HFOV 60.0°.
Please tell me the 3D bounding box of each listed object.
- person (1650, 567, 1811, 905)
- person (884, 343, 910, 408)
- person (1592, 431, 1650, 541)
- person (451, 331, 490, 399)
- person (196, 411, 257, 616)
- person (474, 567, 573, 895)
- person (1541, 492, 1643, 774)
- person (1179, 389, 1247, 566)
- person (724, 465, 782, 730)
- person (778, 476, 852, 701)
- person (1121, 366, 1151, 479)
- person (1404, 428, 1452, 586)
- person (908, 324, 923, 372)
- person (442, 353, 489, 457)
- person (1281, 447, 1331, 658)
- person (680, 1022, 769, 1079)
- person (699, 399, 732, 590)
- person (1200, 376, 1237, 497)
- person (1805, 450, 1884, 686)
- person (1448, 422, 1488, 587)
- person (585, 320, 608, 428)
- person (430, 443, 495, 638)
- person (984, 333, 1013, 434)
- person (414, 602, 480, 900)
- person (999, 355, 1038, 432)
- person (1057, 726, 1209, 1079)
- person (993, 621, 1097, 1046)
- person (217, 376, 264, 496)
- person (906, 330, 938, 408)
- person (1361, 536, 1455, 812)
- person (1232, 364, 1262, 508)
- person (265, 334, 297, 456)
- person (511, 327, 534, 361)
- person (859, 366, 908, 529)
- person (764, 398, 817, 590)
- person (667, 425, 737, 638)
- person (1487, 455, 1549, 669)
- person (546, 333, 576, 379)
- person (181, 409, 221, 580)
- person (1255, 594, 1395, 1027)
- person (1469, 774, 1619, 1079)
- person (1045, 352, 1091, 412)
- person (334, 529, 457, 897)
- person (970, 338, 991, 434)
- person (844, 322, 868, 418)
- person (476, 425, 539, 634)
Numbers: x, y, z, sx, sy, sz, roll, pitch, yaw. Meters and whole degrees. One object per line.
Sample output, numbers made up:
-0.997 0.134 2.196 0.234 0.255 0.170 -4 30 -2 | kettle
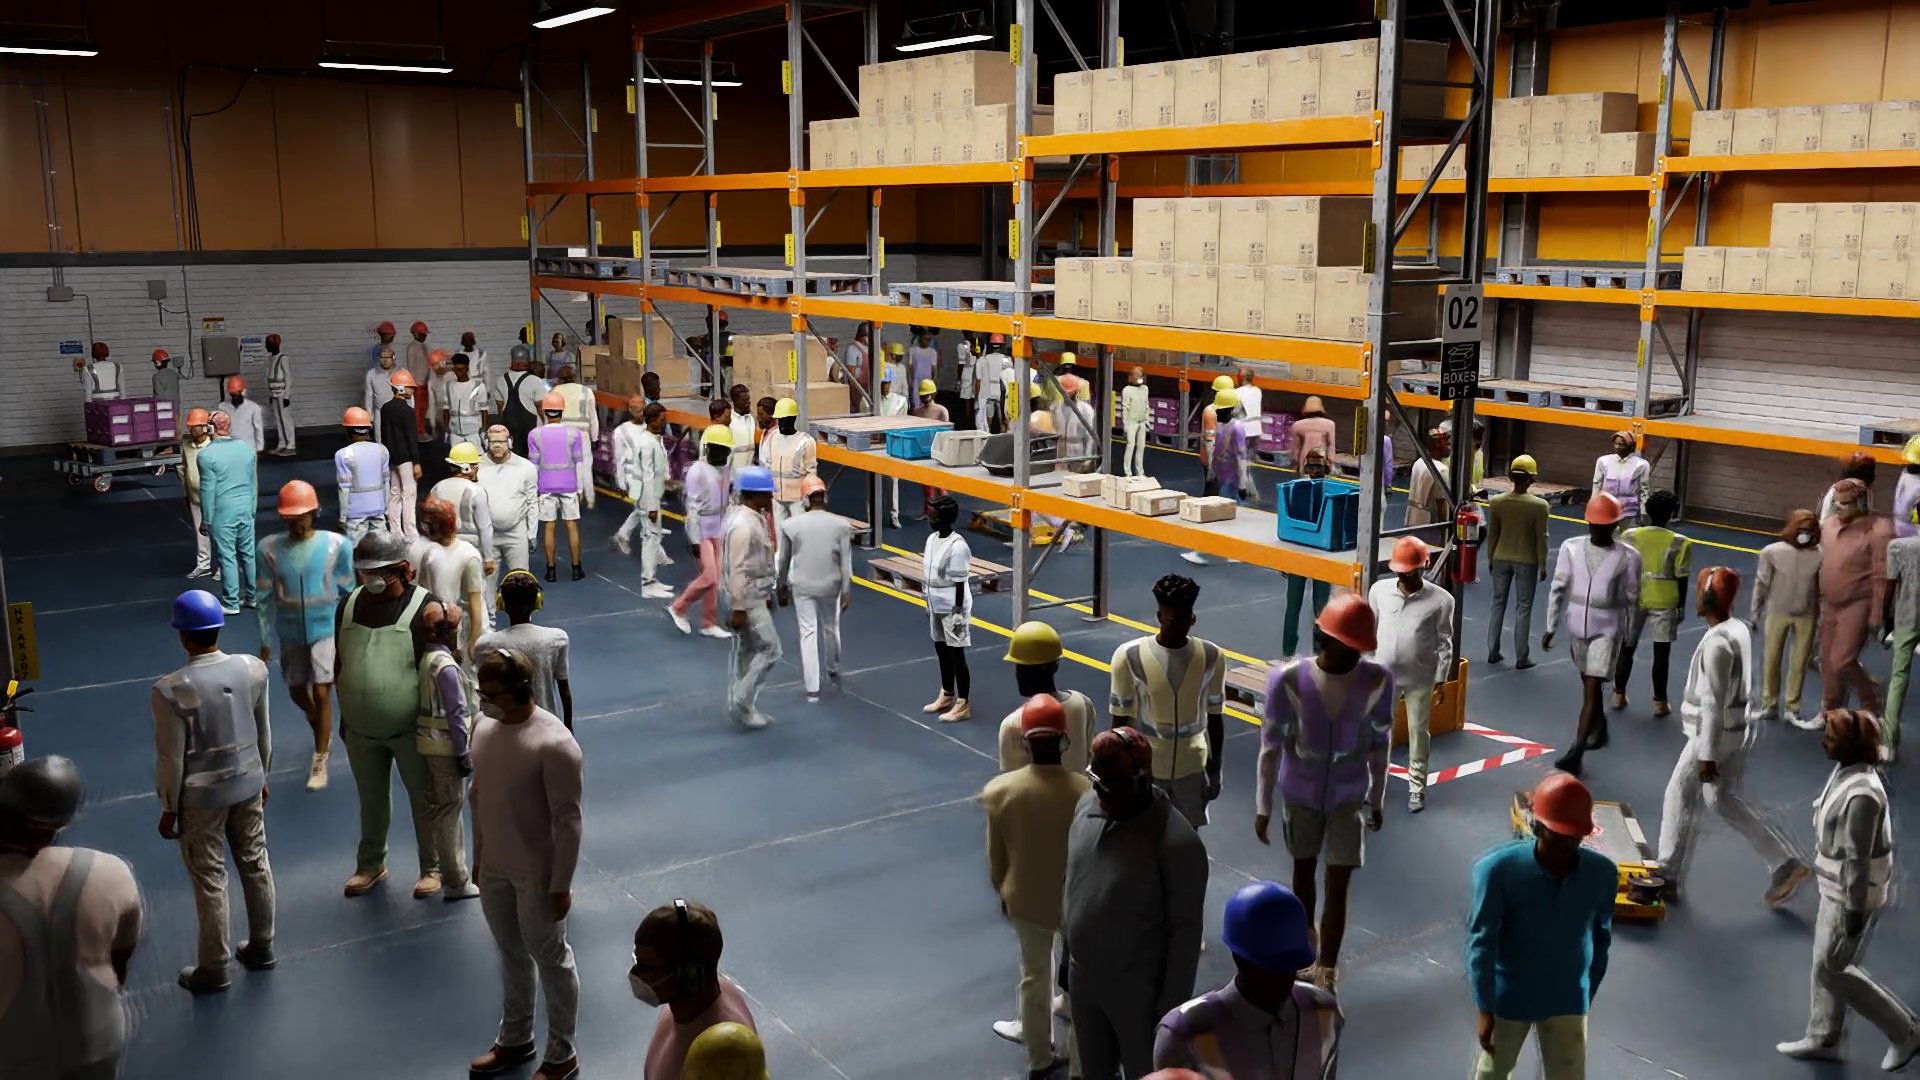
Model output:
4.118 1.058 8.928 0.860 1.858 0.587 7 13 33 | person
-0.990 -2.166 25.685 0.481 1.747 0.551 8 14 35 | person
6.418 -0.256 16.201 0.515 1.636 0.314 6 13 28 | person
-7.910 -2.457 26.917 0.588 1.862 0.872 -1 11 -6 | person
-6.828 -0.250 15.476 0.399 1.909 0.642 5 12 22 | person
-2.301 1.069 8.823 0.515 1.872 0.328 -5 12 -26 | person
4.287 0.593 11.252 0.549 1.880 1.056 10 15 41 | person
2.737 -0.652 17.573 0.930 1.883 0.618 -1 11 -6 | person
-1.482 0.419 11.977 0.439 1.930 0.606 0 11 -2 | person
-1.131 0.346 12.964 0.553 1.691 0.866 -2 11 -10 | person
2.451 -1.608 23.158 0.503 1.622 0.298 -9 15 -40 | person
4.157 -0.078 14.752 0.372 1.843 0.570 -2 11 -10 | person
-0.739 -3.156 30.558 0.432 1.831 0.669 -4 12 -18 | person
-6.325 -1.412 21.268 0.610 1.965 0.363 1 11 7 | person
2.869 0.156 13.556 0.506 1.847 0.350 2 11 10 | person
-0.604 2.042 4.204 0.490 1.728 0.324 3 11 15 | person
-2.418 -0.450 16.510 0.410 1.908 0.598 0 11 -2 | person
2.913 -0.896 18.755 0.394 1.920 0.615 5 12 22 | person
7.111 0.219 13.212 0.593 1.849 0.848 -9 14 -39 | person
5.047 -0.347 16.543 0.567 1.674 0.475 -10 15 -42 | person
-6.229 -2.821 28.576 0.368 1.933 0.627 -3 11 -15 | person
-4.113 0.101 13.883 0.591 1.828 0.404 6 13 29 | person
0.555 -2.216 25.492 0.543 1.929 0.387 3 11 16 | person
-2.813 1.138 9.057 0.310 1.640 0.514 -9 14 -39 | person
0.832 -1.808 23.669 0.562 1.827 0.416 3 11 14 | person
0.576 1.596 6.051 0.406 1.901 0.639 -9 14 -38 | person
0.364 1.308 7.487 0.409 1.918 0.585 10 15 41 | person
-8.869 -1.149 20.492 0.593 1.735 0.379 0 11 0 | person
-0.612 -2.561 27.559 0.535 1.805 0.892 -3 11 -15 | person
2.768 0.827 10.379 0.563 1.742 0.339 6 13 29 | person
3.615 -1.316 21.174 0.461 1.847 0.598 8 14 37 | person
-10.521 -2.241 25.721 0.584 1.882 0.337 11 15 44 | person
-7.233 -2.636 27.841 0.505 1.847 0.347 -2 11 -10 | person
-0.903 -1.088 19.656 0.604 1.949 0.389 -2 11 -11 | person
-1.684 -0.439 16.392 0.587 1.927 0.364 6 13 28 | person
-2.201 -0.058 14.536 0.591 1.897 0.609 5 12 22 | person
4.583 0.177 13.680 0.339 1.761 0.524 -11 15 -44 | person
-6.401 -2.411 26.712 0.507 1.840 0.347 2 11 13 | person
-7.718 -0.467 16.979 0.568 1.751 0.335 4 12 18 | person
1.698 1.217 7.734 0.622 1.982 0.938 2 11 9 | person
2.146 1.669 6.193 0.556 1.713 0.913 1 11 3 | person
1.438 -1.529 22.002 0.629 1.911 0.423 2 11 10 | person
-3.100 0.942 9.031 0.678 2.000 0.536 1 11 7 | person
0.292 -2.140 25.282 0.334 1.860 0.509 3 11 14 | person
-1.479 -2.446 26.369 0.536 2.000 0.688 8 14 35 | person
-3.983 -0.053 14.459 0.643 1.913 0.410 -3 11 -13 | person
